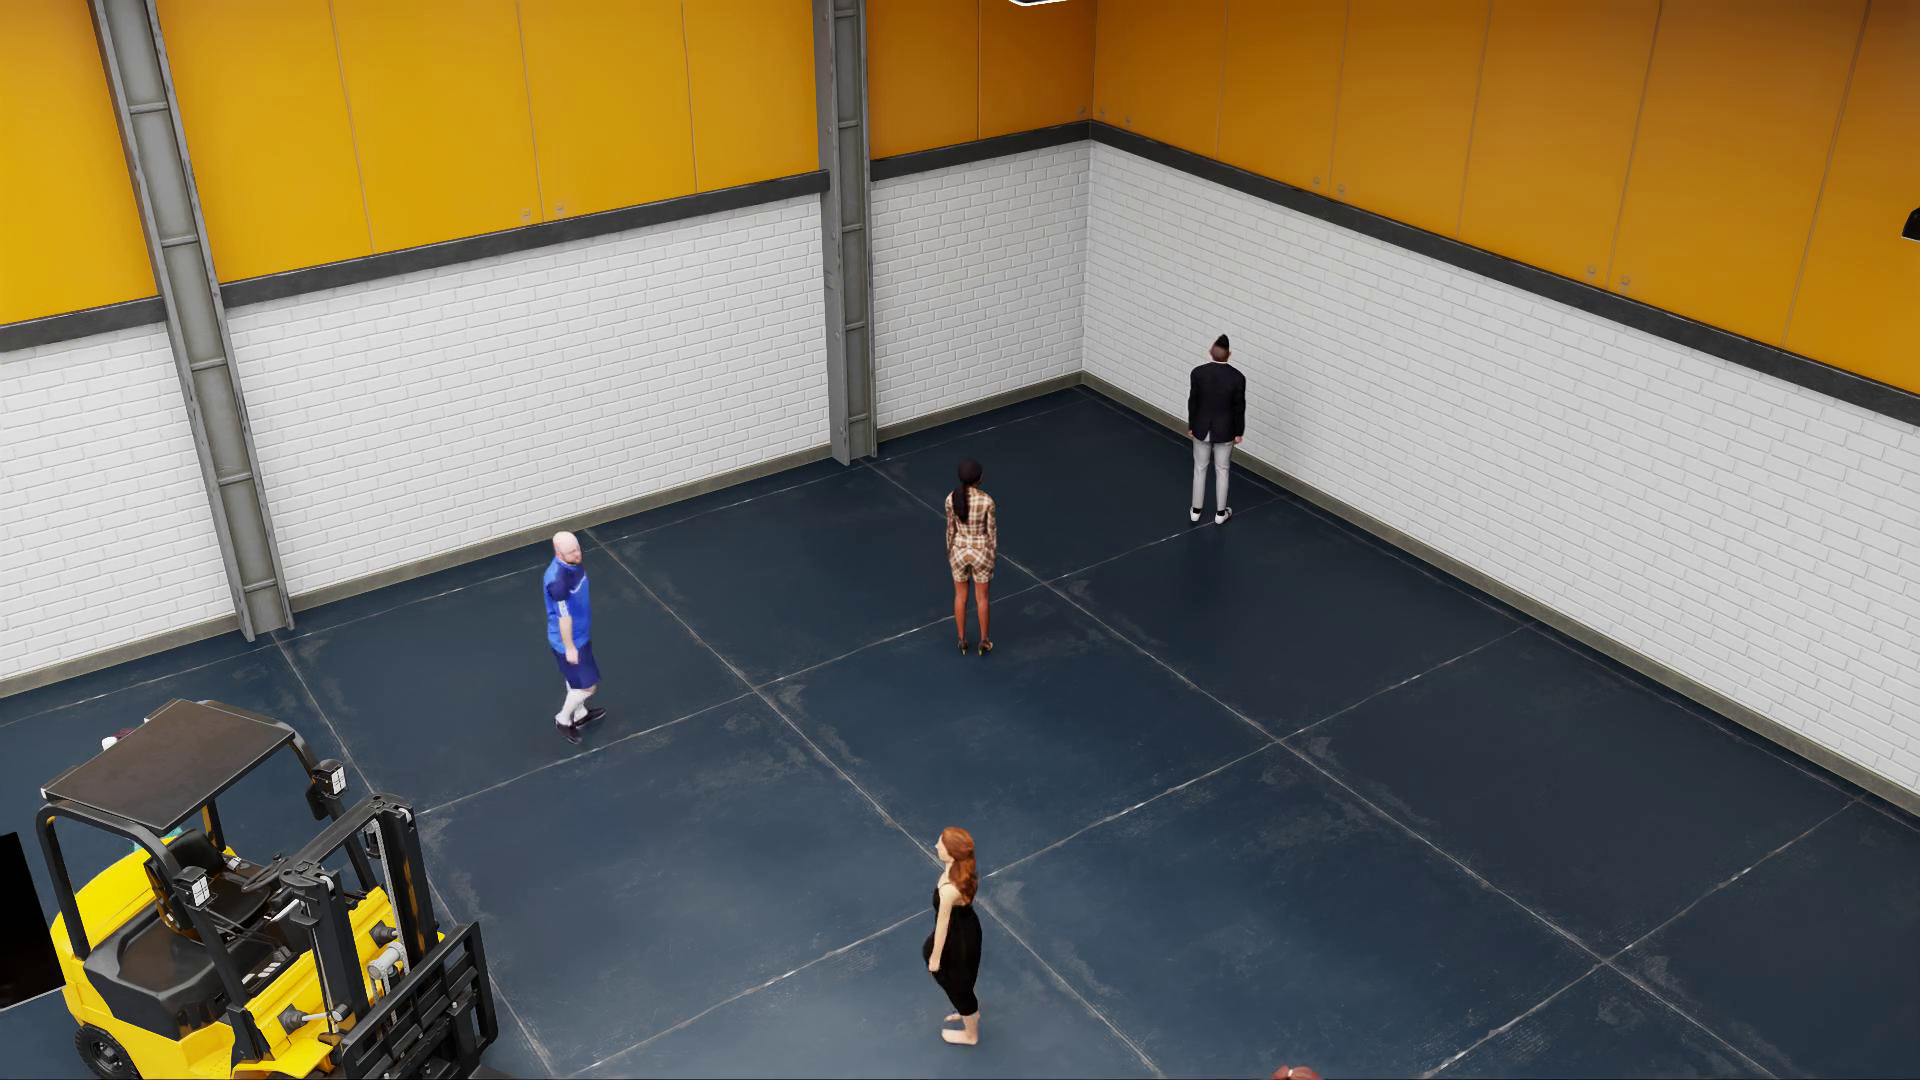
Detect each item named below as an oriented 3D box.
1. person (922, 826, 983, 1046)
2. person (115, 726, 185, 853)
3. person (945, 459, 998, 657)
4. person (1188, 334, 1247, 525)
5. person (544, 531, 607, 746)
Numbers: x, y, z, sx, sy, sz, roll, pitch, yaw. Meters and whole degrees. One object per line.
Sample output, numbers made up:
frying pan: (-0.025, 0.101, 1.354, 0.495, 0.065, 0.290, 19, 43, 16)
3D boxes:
person: (0.072, 2.379, 9.818, 0.771, 1.614, 0.711, 5, 29, 9)
person: (-5.289, 1.896, 10.785, 1.052, 1.535, 0.647, -24, 37, -37)
person: (0.095, 0.158, 13.703, 0.672, 1.793, 0.717, 8, 30, 14)
person: (2.424, -1.076, 15.803, 0.796, 1.947, 0.824, 8, 30, 15)
person: (-2.972, 0.740, 12.594, 0.884, 1.833, 0.878, -7, 29, -13)
